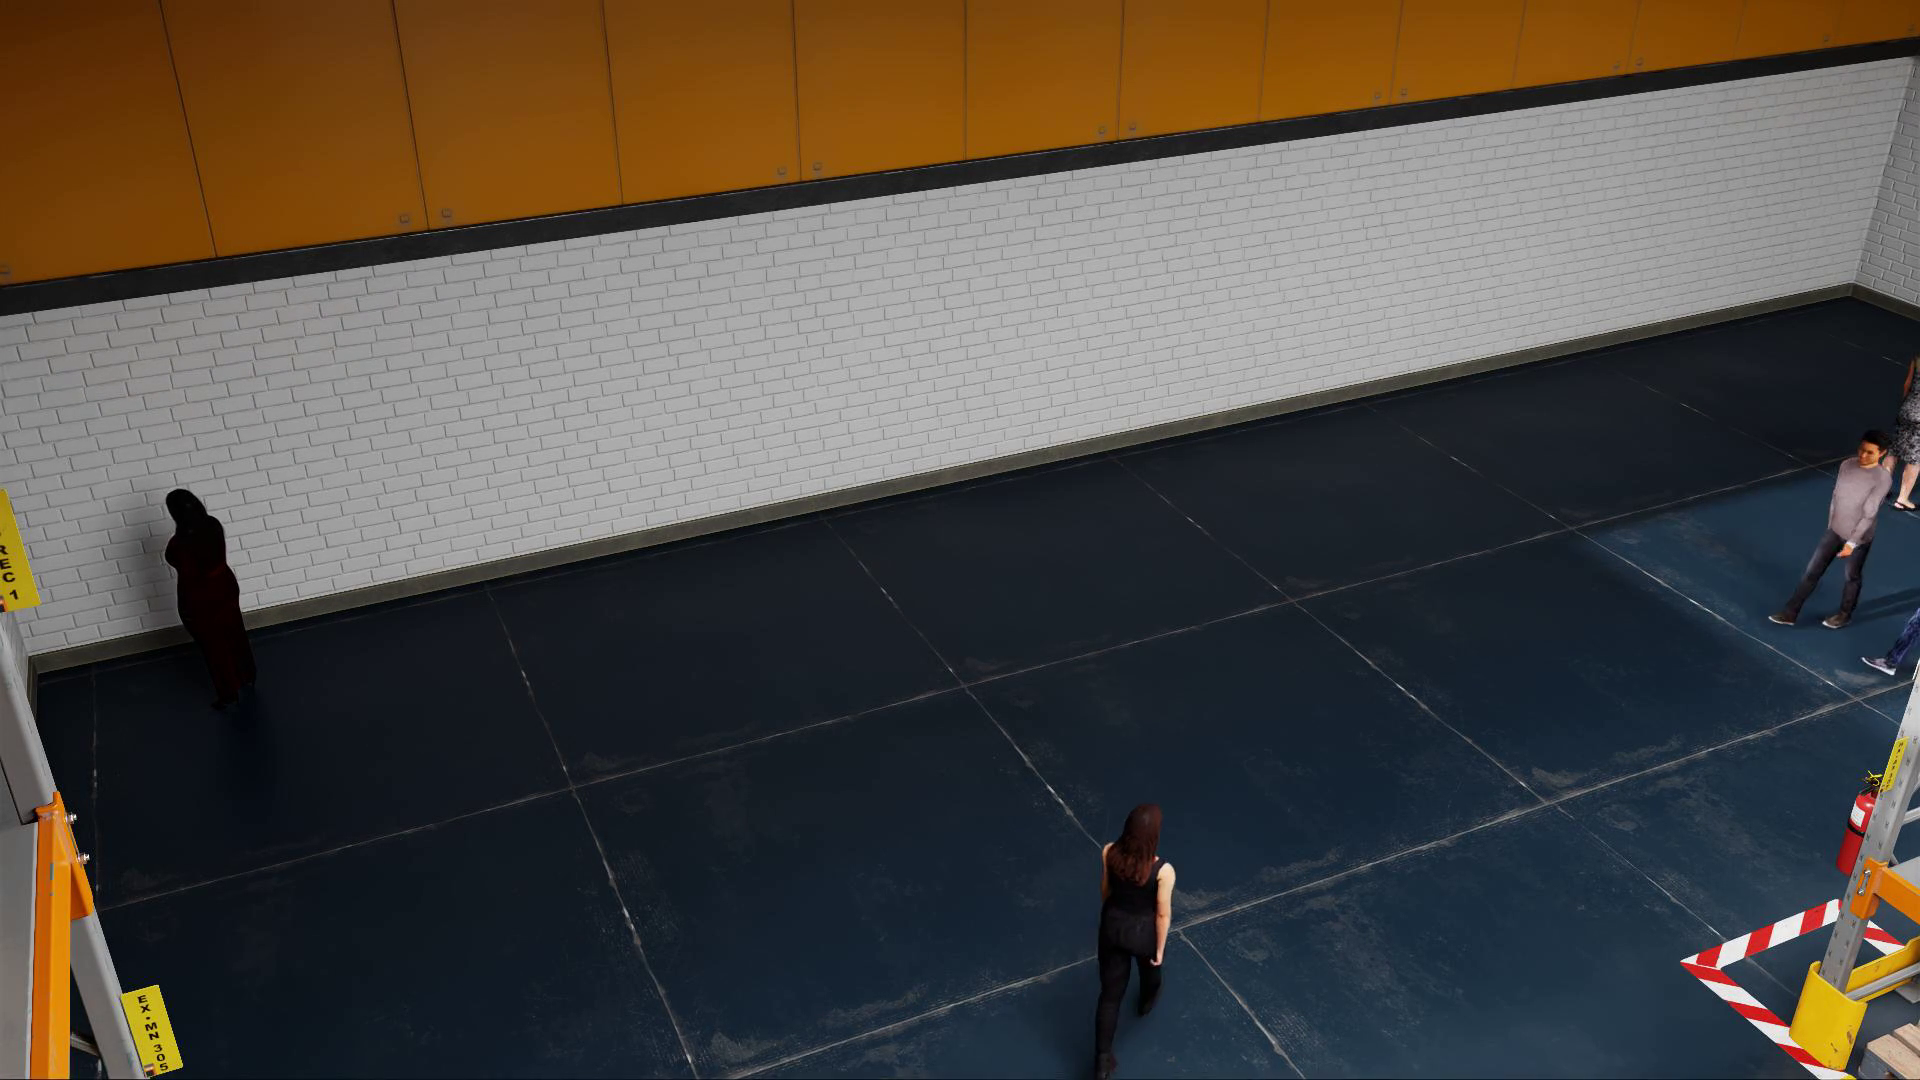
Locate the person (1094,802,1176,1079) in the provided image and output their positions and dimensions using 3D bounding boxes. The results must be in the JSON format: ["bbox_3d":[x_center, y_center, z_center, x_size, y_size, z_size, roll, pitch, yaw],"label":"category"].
[{"bbox_3d":[0.886,2.183,8.953,1.119,1.644,1.142,12,31,21],"label":"person"}]

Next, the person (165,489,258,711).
[{"bbox_3d":[-5.443,0.413,12.085,0.826,1.752,0.736,5,29,10],"label":"person"}]

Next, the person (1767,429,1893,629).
[{"bbox_3d":[7.020,-0.054,12.957,0.920,1.737,0.720,20,34,32],"label":"person"}]

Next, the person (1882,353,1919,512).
[{"bbox_3d":[8.558,-1.087,14.884,0.639,1.705,0.459,-10,30,-17],"label":"person"}]
